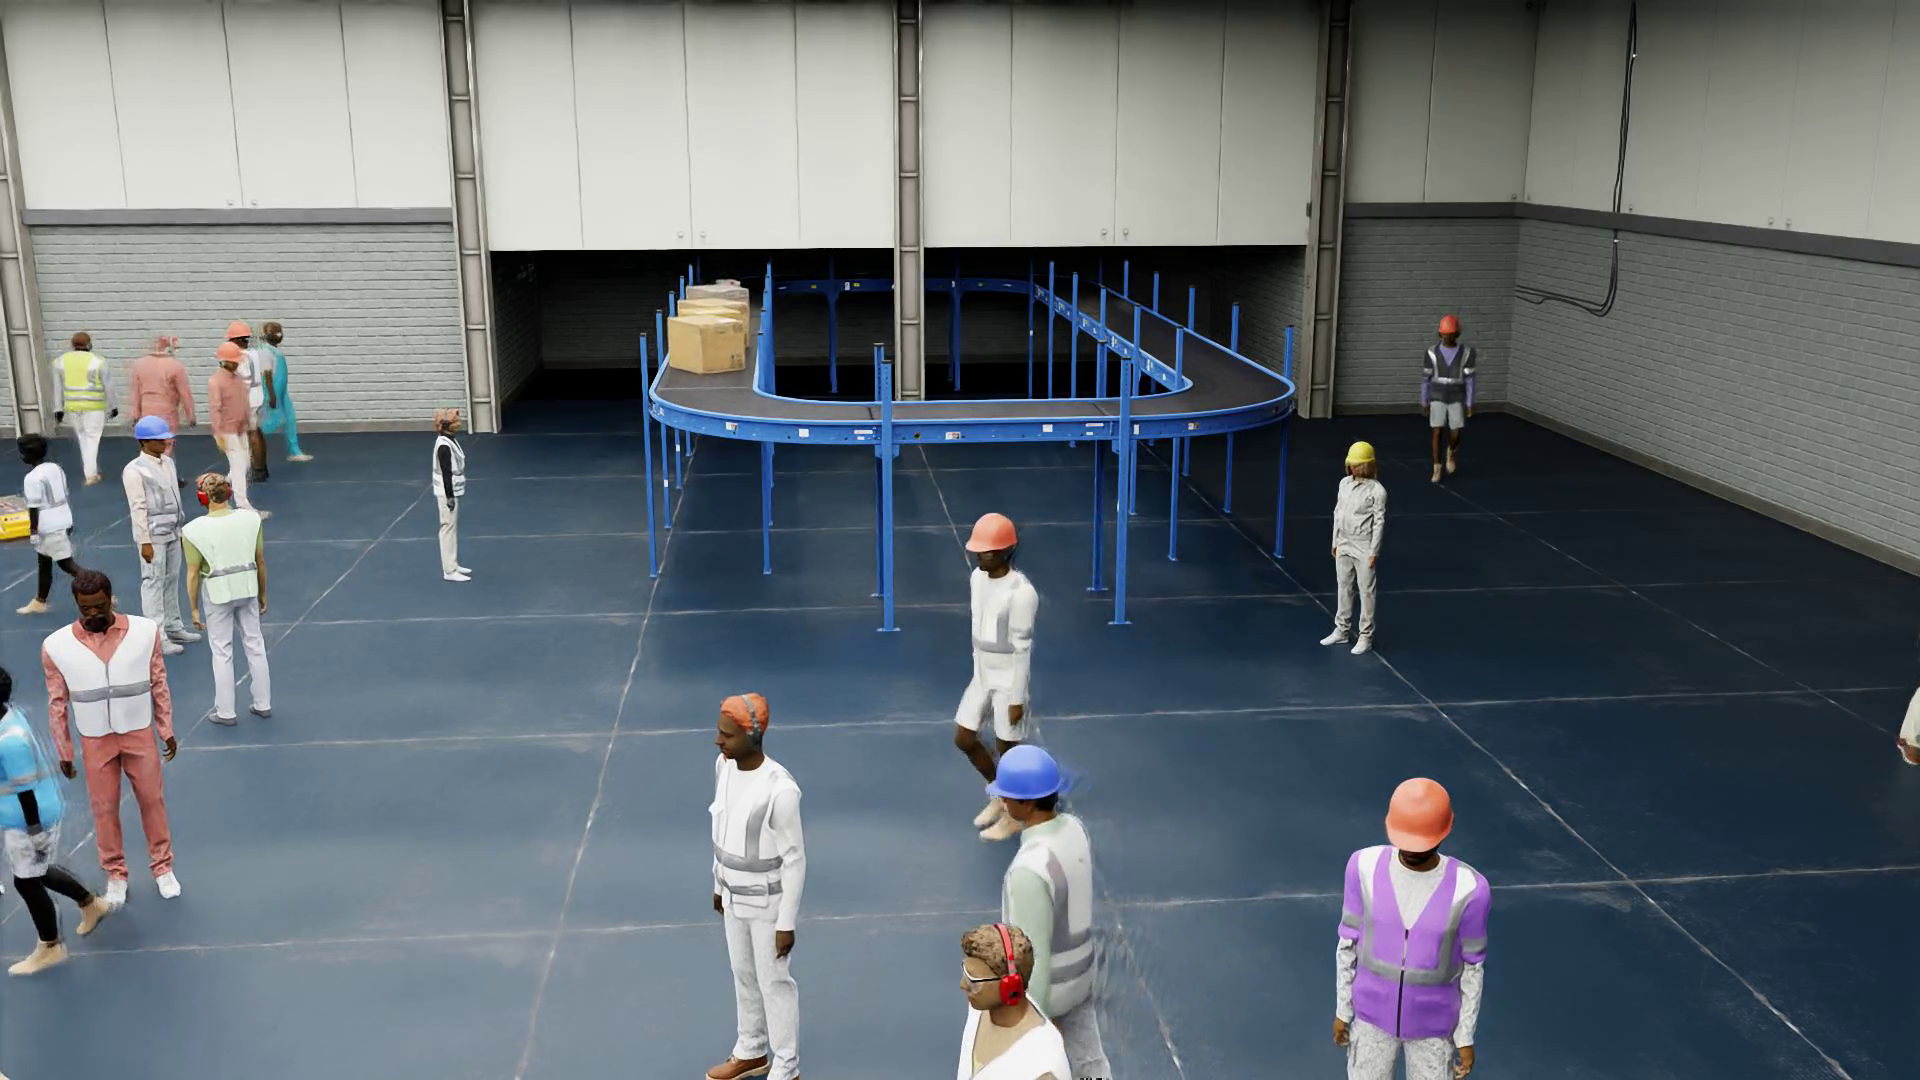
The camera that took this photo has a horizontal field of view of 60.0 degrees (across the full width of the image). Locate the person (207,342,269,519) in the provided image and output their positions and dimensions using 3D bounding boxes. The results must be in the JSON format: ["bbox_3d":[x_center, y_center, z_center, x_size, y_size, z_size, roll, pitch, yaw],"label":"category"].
[{"bbox_3d":[-7.934,-1.188,18.139,0.738,1.946,0.726,2,14,6],"label":"person"}]

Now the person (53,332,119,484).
[{"bbox_3d":[-10.491,-1.610,20.081,0.632,1.812,0.786,0,14,0],"label":"person"}]

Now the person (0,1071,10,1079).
[{"bbox_3d":[-4.428,1.520,7.072,0.538,2.000,0.683,9,17,32],"label":"person"}]

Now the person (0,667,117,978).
[{"bbox_3d":[-4.646,1.373,8.392,0.536,1.673,0.550,-10,17,-35],"label":"person"}]

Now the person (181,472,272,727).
[{"bbox_3d":[-5.206,0.429,11.861,0.394,1.836,0.560,13,19,42],"label":"person"}]

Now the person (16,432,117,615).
[{"bbox_3d":[-7.835,-0.124,14.437,0.863,1.662,0.540,-2,14,-7],"label":"person"}]

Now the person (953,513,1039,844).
[{"bbox_3d":[0.206,0.828,9.867,0.426,2.027,0.630,-10,17,-34],"label":"person"}]

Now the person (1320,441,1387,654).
[{"bbox_3d":[3.222,0.053,13.544,0.293,1.745,0.486,-10,17,-36],"label":"person"}]

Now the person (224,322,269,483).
[{"bbox_3d":[-8.568,-1.654,19.987,0.359,1.936,0.544,-2,14,-9],"label":"person"}]

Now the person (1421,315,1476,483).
[{"bbox_3d":[5.853,-1.699,19.980,0.637,2.025,0.490,5,15,20],"label":"person"}]

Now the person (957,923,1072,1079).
[{"bbox_3d":[0.176,2.064,5.294,0.373,1.843,0.570,-6,15,-21],"label":"person"}]

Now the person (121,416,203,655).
[{"bbox_3d":[-6.507,-0.049,13.537,0.389,1.949,0.603,1,14,3],"label":"person"}]

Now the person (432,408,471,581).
[{"bbox_3d":[-4.811,-0.435,15.706,0.315,1.640,0.514,-3,14,-12],"label":"person"}]

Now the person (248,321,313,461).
[{"bbox_3d":[-8.727,-1.870,21.085,0.790,1.823,0.518,-1,14,-4],"label":"person"}]

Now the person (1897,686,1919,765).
[{"bbox_3d":[6.624,0.700,11.203,0.351,1.622,0.548,8,16,30],"label":"person"}]

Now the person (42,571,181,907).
[{"bbox_3d":[-4.646,1.075,9.137,0.599,1.906,0.413,-8,16,-30],"label":"person"}]

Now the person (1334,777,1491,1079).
[{"bbox_3d":[1.667,1.787,6.235,0.543,1.928,0.372,6,15,23],"label":"person"}]

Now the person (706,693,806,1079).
[{"bbox_3d":[-0.895,1.562,7.223,0.341,1.882,0.586,-11,18,-38],"label":"person"}]

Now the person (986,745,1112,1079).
[{"bbox_3d":[0.252,1.705,6.618,0.970,1.895,0.656,6,15,24],"label":"person"}]

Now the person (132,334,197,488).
[{"bbox_3d":[-9.222,-1.452,19.332,0.664,1.861,0.839,4,15,17],"label":"person"}]
